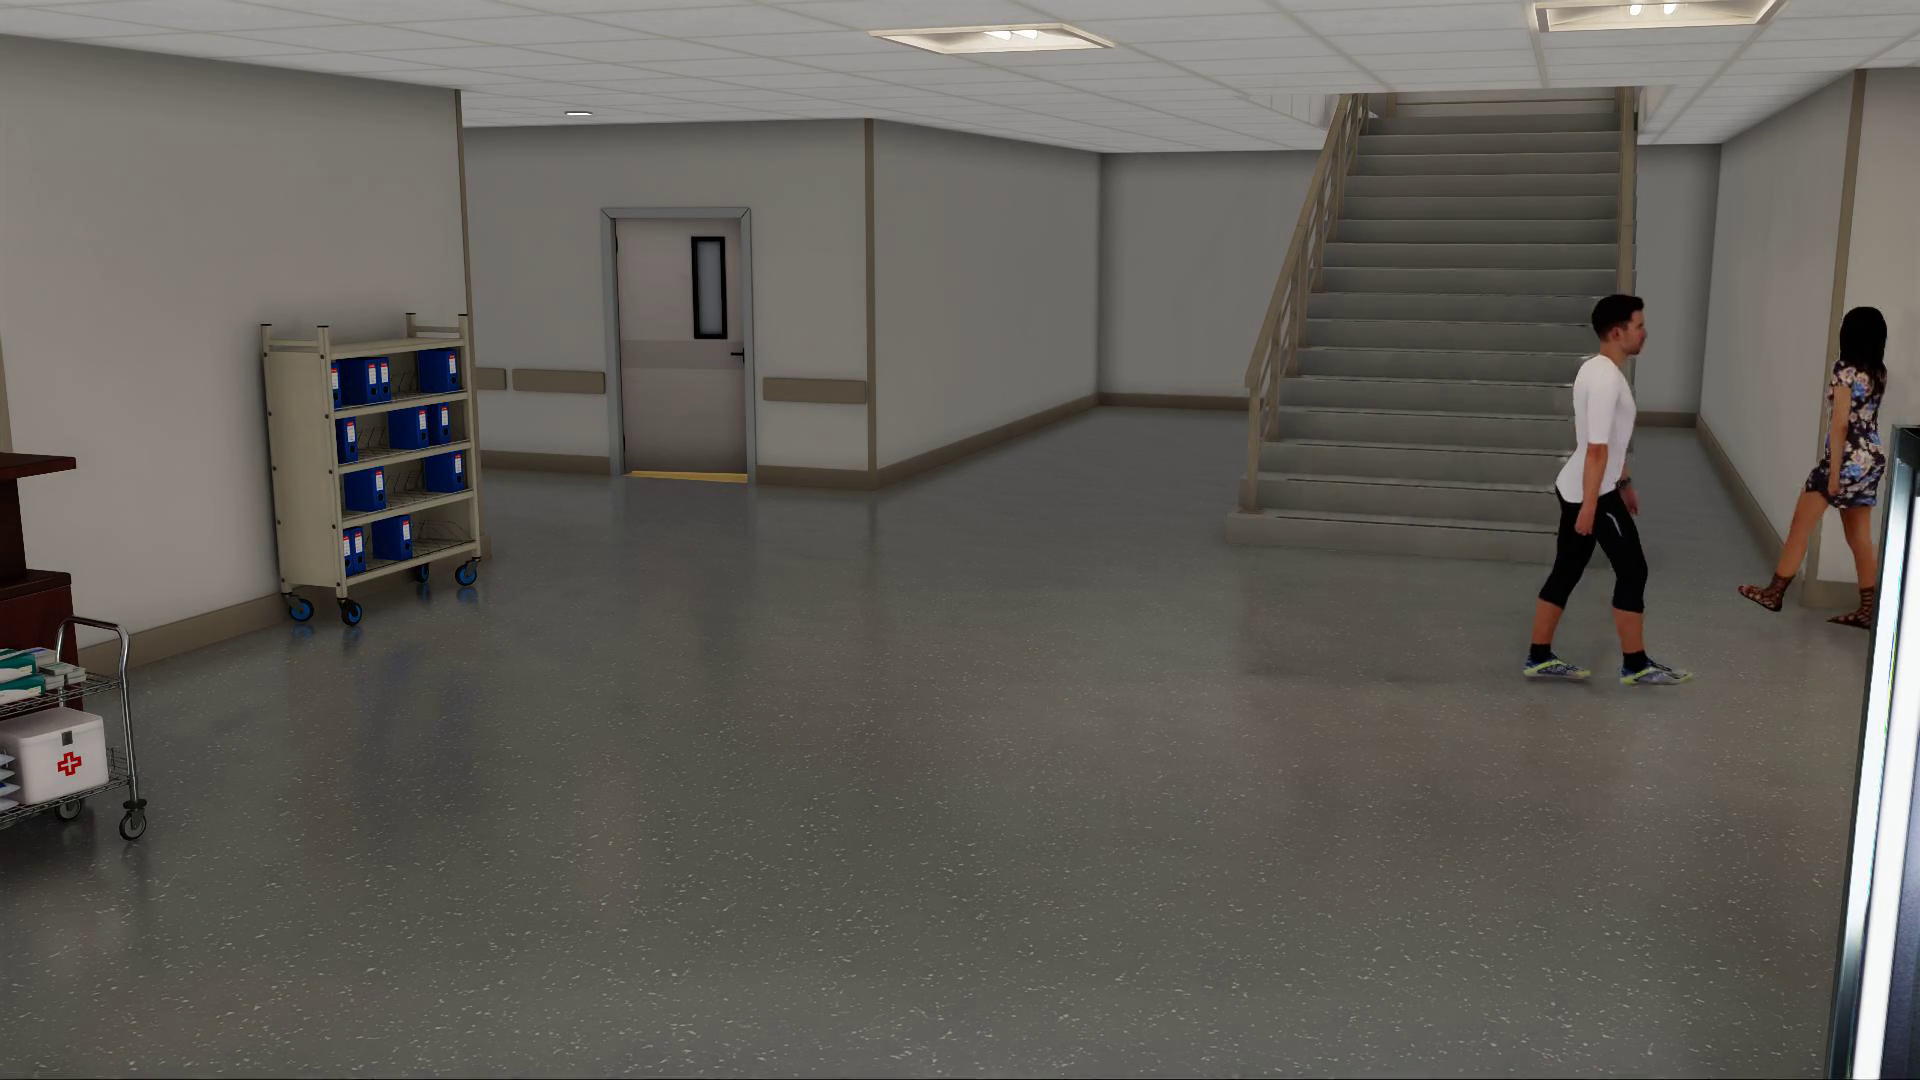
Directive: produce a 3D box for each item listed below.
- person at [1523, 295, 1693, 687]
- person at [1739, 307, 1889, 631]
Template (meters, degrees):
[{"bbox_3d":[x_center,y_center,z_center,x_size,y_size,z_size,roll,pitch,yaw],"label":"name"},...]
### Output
[{"bbox_3d":[2.868,-0.216,7.808,0.846,1.828,0.947,1,11,7],"label":"person"},{"bbox_3d":[4.816,-0.351,8.858,1.038,1.701,1.040,-8,13,-35],"label":"person"}]
